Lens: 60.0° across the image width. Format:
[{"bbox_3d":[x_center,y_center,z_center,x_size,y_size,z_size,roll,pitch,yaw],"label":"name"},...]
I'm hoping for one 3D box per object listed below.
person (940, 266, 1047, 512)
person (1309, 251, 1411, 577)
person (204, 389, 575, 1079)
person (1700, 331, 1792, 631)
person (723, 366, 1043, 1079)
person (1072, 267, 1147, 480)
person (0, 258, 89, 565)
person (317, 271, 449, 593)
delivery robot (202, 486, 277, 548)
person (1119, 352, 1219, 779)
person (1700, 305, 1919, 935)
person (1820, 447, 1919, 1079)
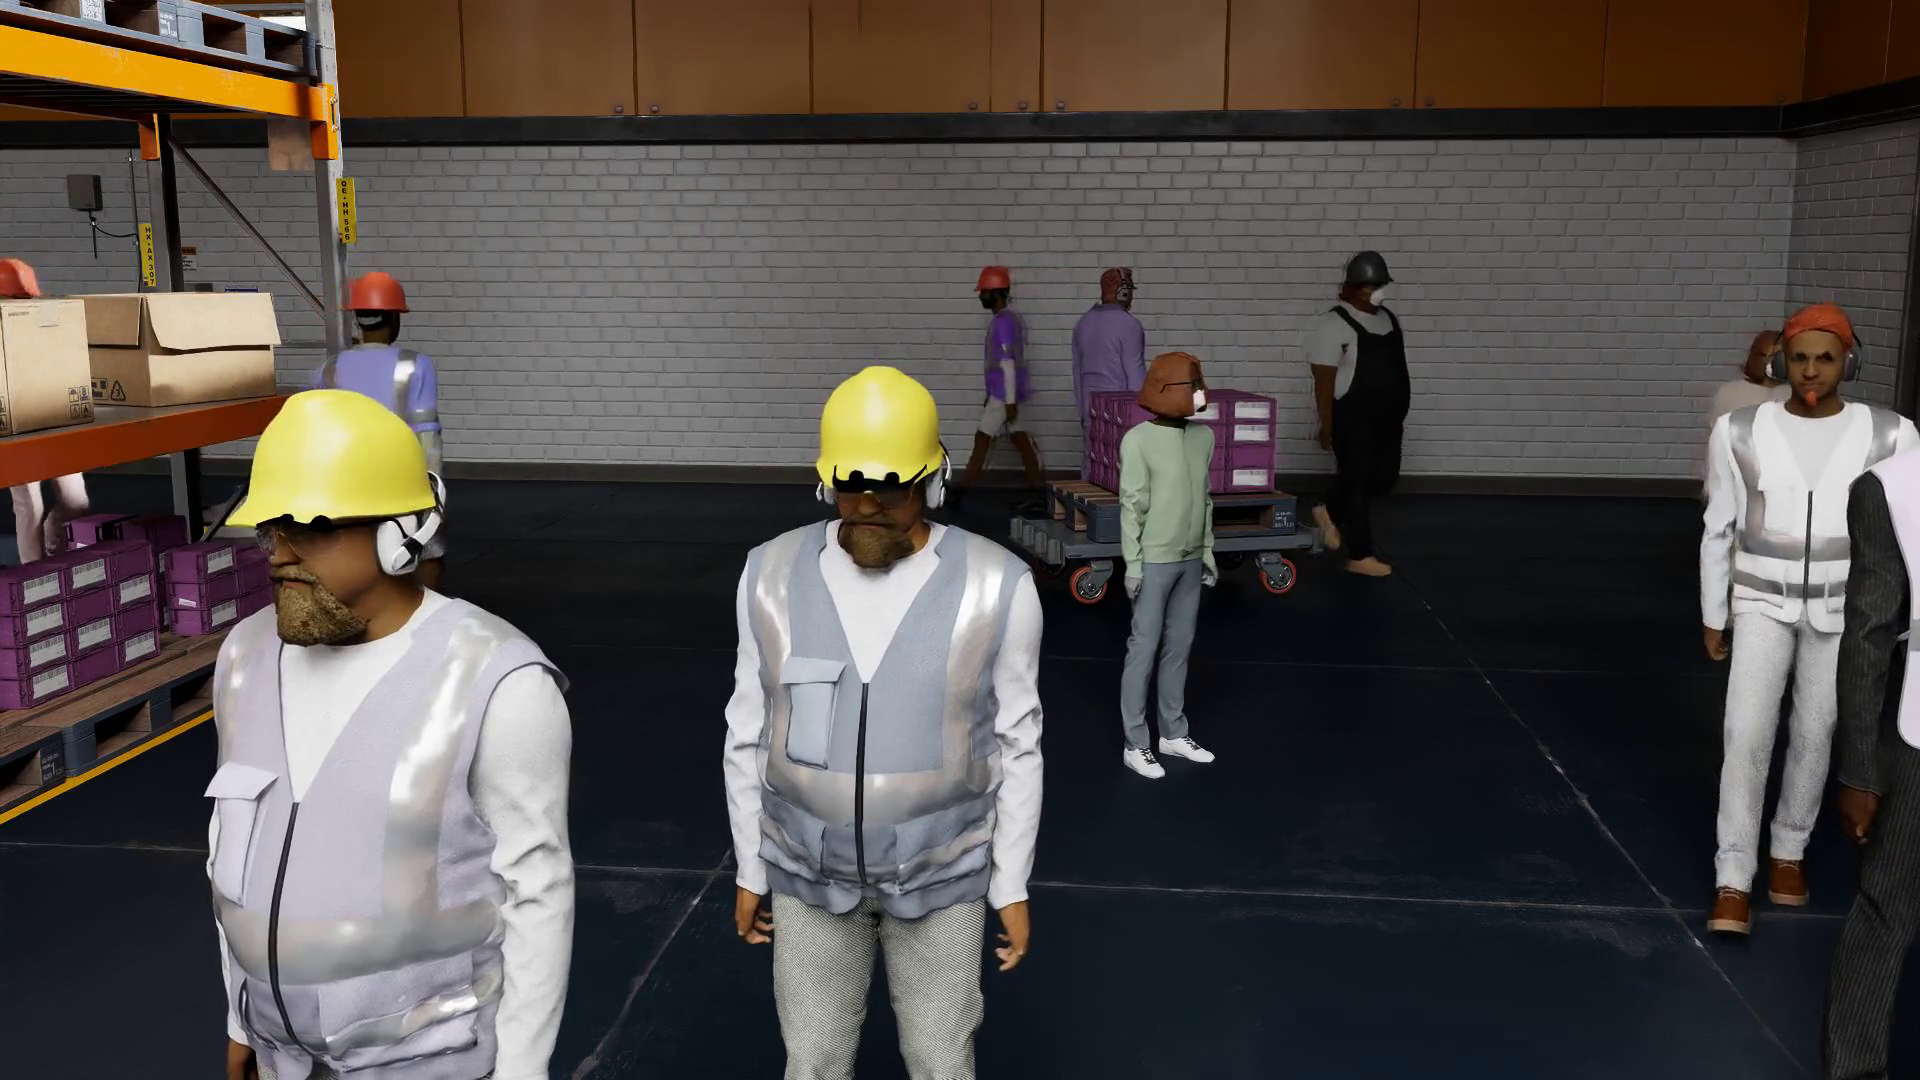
[{"bbox_3d":[0.233,-1.140,12.776,0.992,1.883,0.578,1,10,6],"label":"person"},{"bbox_3d":[2.496,-0.816,10.485,0.696,2.000,0.711,-7,12,-36],"label":"person"},{"bbox_3d":[-0.846,0.697,2.419,0.594,1.832,0.404,3,10,19],"label":"person"},{"bbox_3d":[4.107,-0.251,8.464,0.528,1.600,0.739,1,10,3],"label":"person"},{"bbox_3d":[-0.146,0.594,3.037,0.587,1.823,0.403,1,10,6],"label":"person"},{"bbox_3d":[1.030,-0.856,11.098,0.399,1.908,0.643,-7,12,-34],"label":"person"},{"bbox_3d":[-5.178,-0.560,9.215,0.728,1.975,0.677,5,11,28],"label":"person"},{"bbox_3d":[-2.551,-0.230,7.461,0.579,1.921,0.452,1,10,5],"label":"person"},{"bbox_3d":[-4.434,-0.100,10.365,0.707,0.478,0.477,-1,10,-6],"label":"delivery robot"},{"bbox_3d":[0.815,0.090,6.452,0.507,1.636,0.275,-9,13,-41],"label":"person"},{"bbox_3d":[2.494,0.252,4.907,0.597,1.847,0.872,4,11,23],"label":"person"},{"bbox_3d":[2.130,0.458,3.537,0.588,1.920,0.390,-1,10,-8],"label":"person"}]
